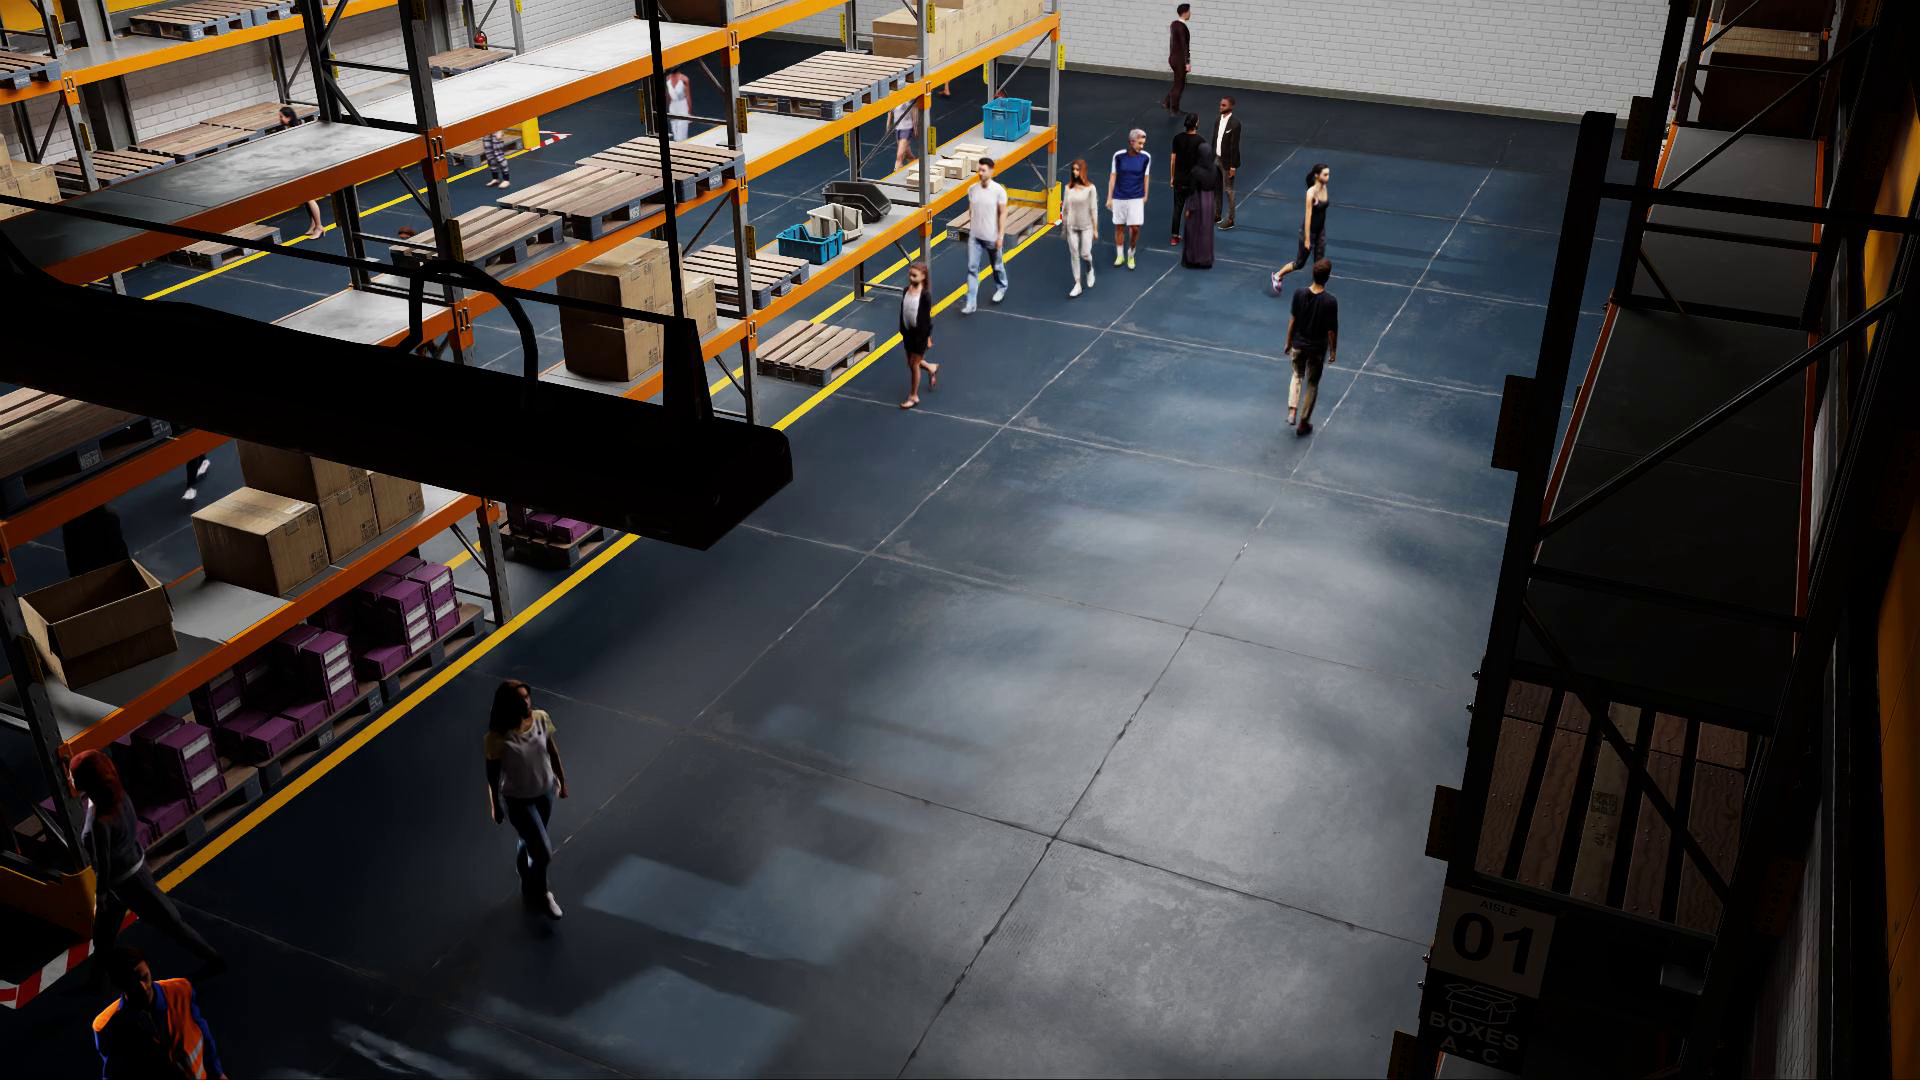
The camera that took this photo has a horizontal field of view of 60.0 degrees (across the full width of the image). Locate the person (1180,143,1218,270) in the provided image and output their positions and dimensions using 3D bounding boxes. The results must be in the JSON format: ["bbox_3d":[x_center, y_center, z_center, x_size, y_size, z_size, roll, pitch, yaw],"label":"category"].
[{"bbox_3d":[3.066,-4.271,21.216,0.687,1.614,0.770,-17,33,-28],"label":"person"}]

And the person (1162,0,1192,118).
[{"bbox_3d":[3.597,-8.015,27.830,0.891,1.853,0.807,-5,29,-8],"label":"person"}]

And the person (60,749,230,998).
[{"bbox_3d":[-4.747,1.972,9.662,1.180,1.720,1.118,-10,30,-17],"label":"person"}]

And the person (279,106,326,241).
[{"bbox_3d":[-8.804,-4.903,22.215,0.811,1.769,0.782,-17,33,-28],"label":"person"}]

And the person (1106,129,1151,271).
[{"bbox_3d":[2.147,-4.386,21.226,0.765,1.808,0.773,5,29,9],"label":"person"}]

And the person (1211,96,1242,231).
[{"bbox_3d":[3.608,-5.142,22.622,0.726,1.797,0.724,-17,33,-28],"label":"person"}]

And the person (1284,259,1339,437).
[{"bbox_3d":[3.454,-1.881,16.599,0.703,1.841,0.671,17,33,28],"label":"person"}]

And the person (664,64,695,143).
[{"bbox_3d":[-4.136,-6.341,24.847,0.585,1.772,0.628,12,31,21],"label":"person"}]

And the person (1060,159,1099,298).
[{"bbox_3d":[1.504,-3.846,20.348,0.617,1.700,0.741,12,31,20],"label":"person"}]

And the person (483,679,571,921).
[{"bbox_3d":[-2.760,1.573,10.408,0.772,1.705,0.715,20,34,32],"label":"person"}]

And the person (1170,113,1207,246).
[{"bbox_3d":[3.002,-4.755,21.956,0.642,1.757,0.551,15,32,26],"label":"person"}]

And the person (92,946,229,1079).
[{"bbox_3d":[-3.872,2.717,8.145,0.791,1.864,0.615,20,34,32],"label":"person"}]

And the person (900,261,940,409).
[{"bbox_3d":[-0.414,-2.190,17.480,0.656,1.540,0.955,20,34,32],"label":"person"}]

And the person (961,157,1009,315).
[{"bbox_3d":[0.355,-3.652,19.868,0.689,1.820,1.146,14,32,24],"label":"person"}]

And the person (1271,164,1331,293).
[{"bbox_3d":[4.167,-3.692,20.065,0.852,1.701,1.060,23,36,36],"label":"person"}]

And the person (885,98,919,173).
[{"bbox_3d":[-0.774,-5.984,24.318,0.791,1.652,1.180,20,34,32],"label":"person"}]

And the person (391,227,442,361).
[{"bbox_3d":[-5.796,-2.508,17.850,0.733,1.744,1.175,6,29,11],"label":"person"}]
